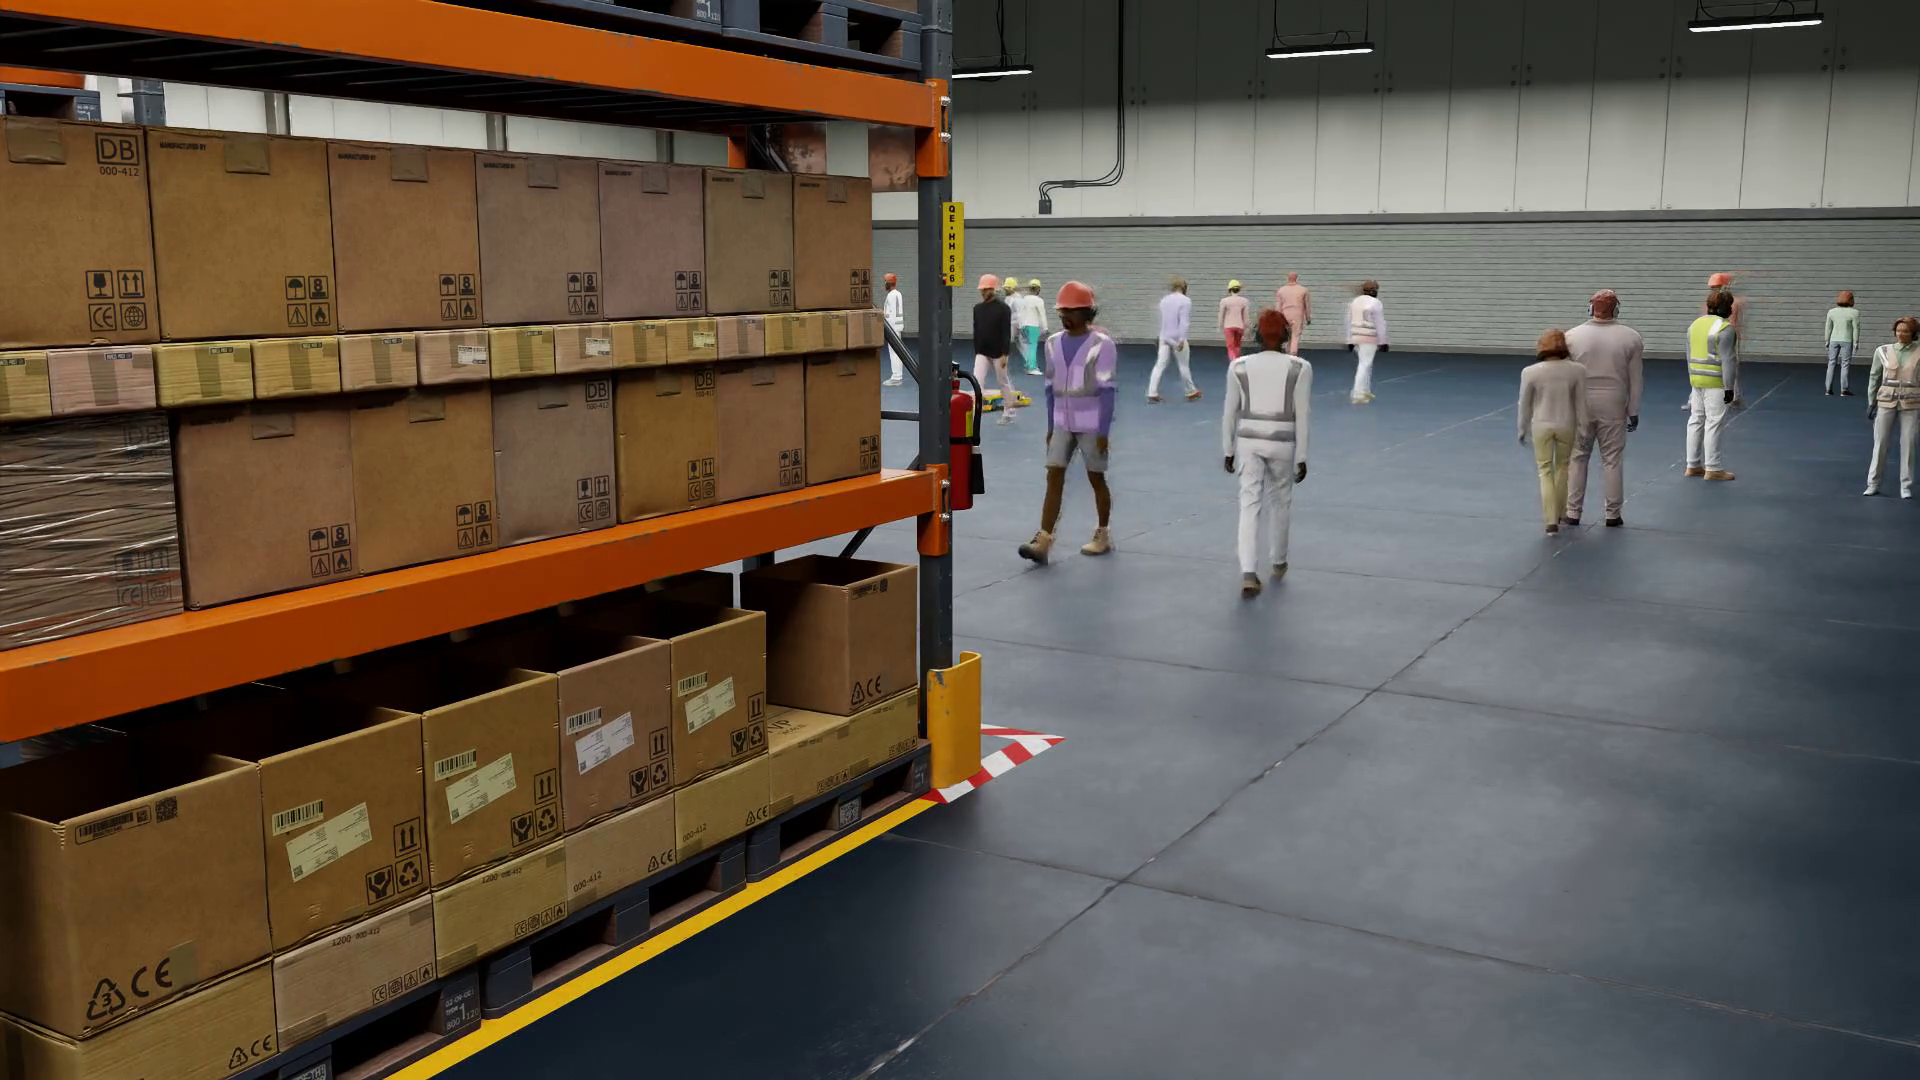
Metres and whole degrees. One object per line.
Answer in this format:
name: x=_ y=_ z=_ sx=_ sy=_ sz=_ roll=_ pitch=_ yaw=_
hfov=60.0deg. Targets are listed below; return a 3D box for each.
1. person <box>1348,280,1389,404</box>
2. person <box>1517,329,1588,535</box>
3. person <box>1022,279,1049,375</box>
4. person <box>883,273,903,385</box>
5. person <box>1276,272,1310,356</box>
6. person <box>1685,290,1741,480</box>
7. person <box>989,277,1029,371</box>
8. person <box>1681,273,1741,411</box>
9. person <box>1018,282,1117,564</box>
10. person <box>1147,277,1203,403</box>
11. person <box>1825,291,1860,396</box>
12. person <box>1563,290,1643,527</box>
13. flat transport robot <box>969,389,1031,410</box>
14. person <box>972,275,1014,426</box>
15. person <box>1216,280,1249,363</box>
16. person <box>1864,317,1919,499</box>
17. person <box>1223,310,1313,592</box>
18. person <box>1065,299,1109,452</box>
person: x=6.097 y=-2.927 z=24.620 sx=0.723 sy=1.817 sz=0.641 roll=-4 pitch=10 yaw=-21
person: x=4.662 y=-0.864 z=13.152 sx=0.516 sy=1.595 sz=0.780 roll=1 pitch=10 yaw=8
person: x=1.412 y=-3.915 z=30.632 sx=0.533 sy=1.740 sz=0.615 roll=-7 pitch=12 yaw=-34
person: x=-1.131 y=-3.546 z=28.063 sx=0.337 sy=1.881 sz=0.583 roll=2 pitch=10 yaw=10
person: x=6.696 y=-4.458 z=33.484 sx=0.654 sy=1.866 sz=0.988 roll=4 pitch=10 yaw=21
person: x=7.366 y=-1.509 z=16.259 sx=0.429 sy=1.844 sz=0.625 roll=-2 pitch=10 yaw=-12
person: x=1.012 y=-4.070 z=31.465 sx=0.967 sy=1.783 sz=0.598 roll=-2 pitch=10 yaw=-12
person: x=10.721 y=-2.795 z=23.489 sx=1.009 sy=1.950 sz=0.630 roll=-5 pitch=11 yaw=-25
person: x=0.803 y=-0.827 z=11.829 sx=0.630 sy=1.984 sz=1.031 roll=7 pitch=12 yaw=36
person: x=3.187 y=-2.953 z=24.674 sx=1.058 sy=1.858 sz=0.659 roll=-8 pitch=12 yaw=-39
person: x=13.799 y=-3.073 z=26.022 sx=0.264 sy=1.631 sz=0.508 roll=-8 pitch=12 yaw=-38
person: x=5.156 y=-1.061 z=13.446 sx=0.651 sy=1.906 sz=0.401 roll=3 pitch=10 yaw=19
flat transport robot: x=0.381 y=-2.014 z=23.807 sx=0.652 sy=0.197 sz=1.431 roll=6 pitch=11 yaw=31
person: x=0.379 y=-2.392 z=21.146 sx=0.637 sy=1.940 sz=1.014 roll=7 pitch=12 yaw=36
person: x=4.900 y=-3.813 z=30.028 sx=0.532 sy=1.740 sz=0.723 roll=-2 pitch=10 yaw=-11
person: x=8.472 y=-1.192 z=14.999 sx=0.520 sy=1.636 sz=0.312 roll=7 pitch=12 yaw=34
person: x=2.010 y=-0.593 z=10.953 sx=0.589 sy=1.828 sz=1.044 roll=3 pitch=10 yaw=19
person: x=1.382 y=-1.766 z=18.048 sx=0.523 sy=1.749 sz=0.727 roll=-2 pitch=10 yaw=-13
